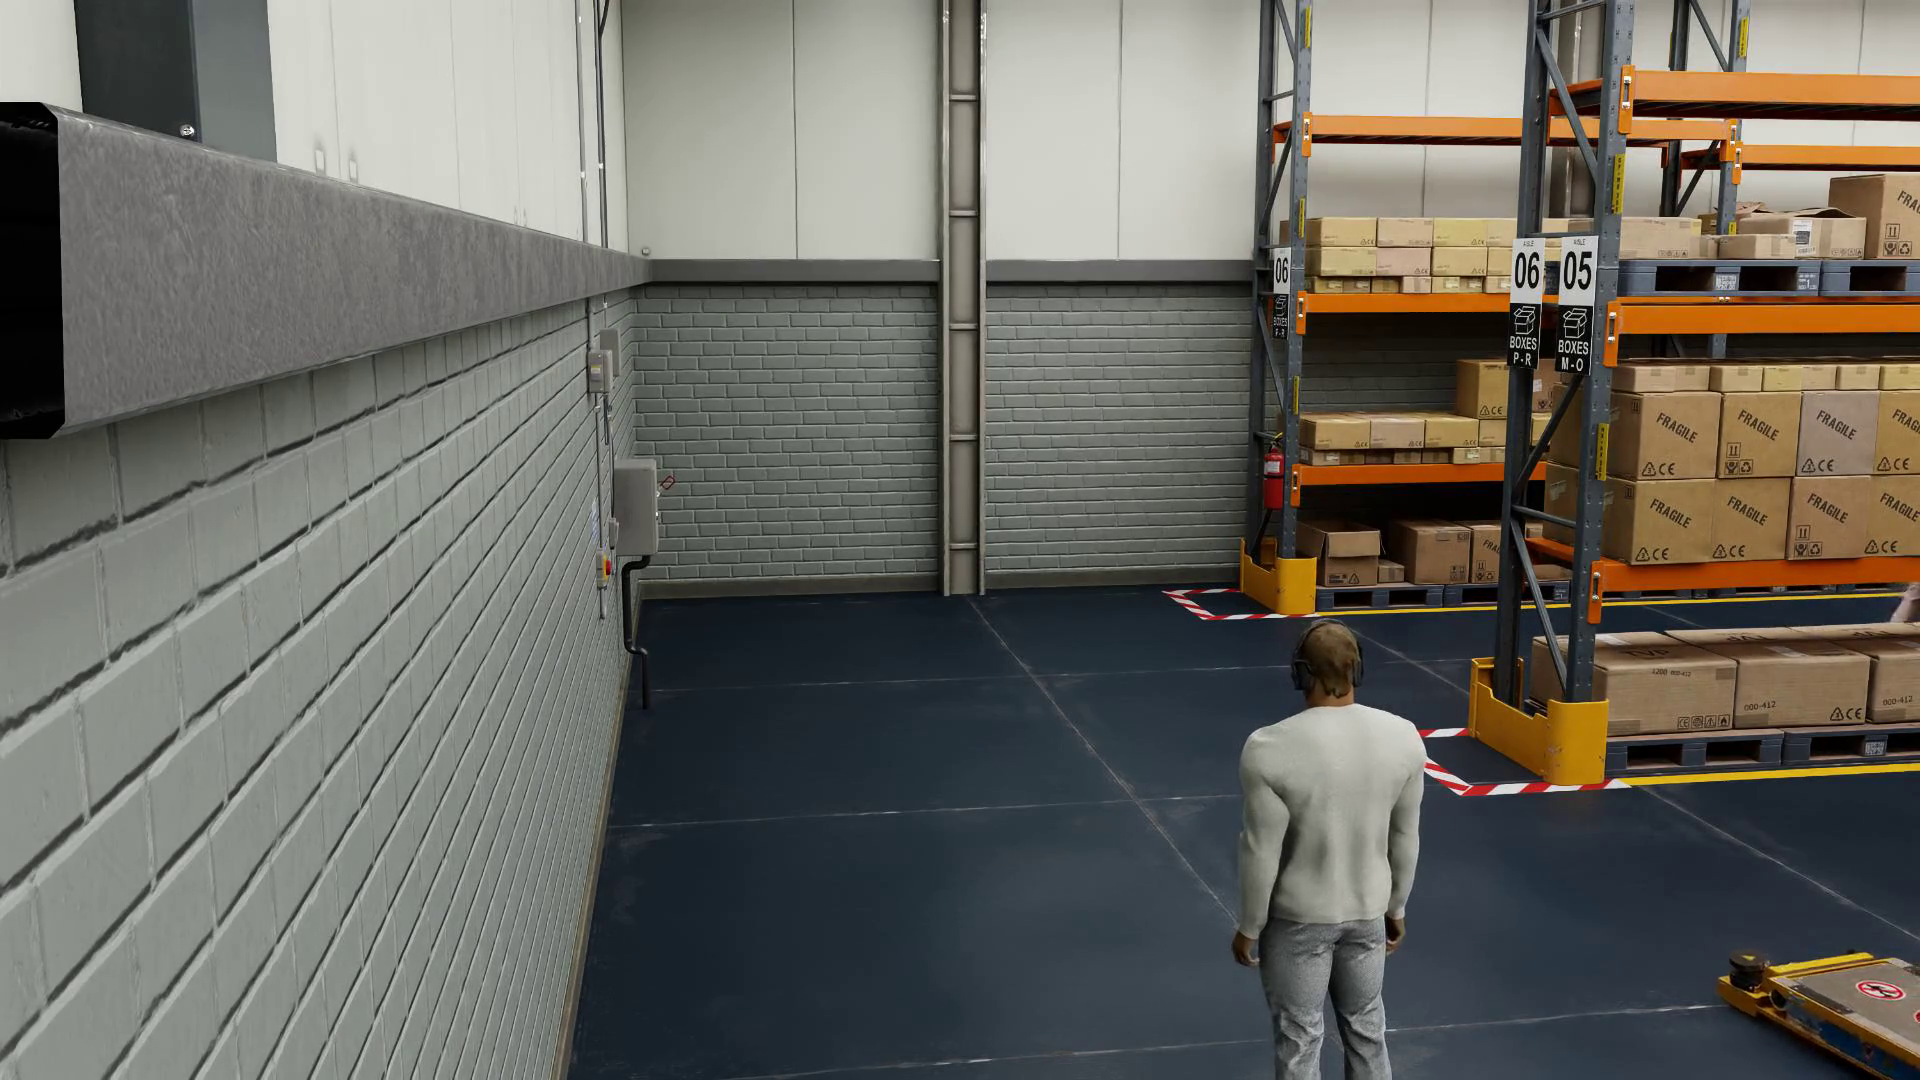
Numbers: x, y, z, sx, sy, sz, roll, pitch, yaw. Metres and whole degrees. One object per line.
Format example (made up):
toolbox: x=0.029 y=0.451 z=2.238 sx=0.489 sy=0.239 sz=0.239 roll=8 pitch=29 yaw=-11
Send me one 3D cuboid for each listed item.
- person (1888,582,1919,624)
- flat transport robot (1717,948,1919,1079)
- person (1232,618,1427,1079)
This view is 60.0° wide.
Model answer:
person: x=7.254 y=0.053 z=12.488 sx=1.040 sy=1.944 sz=0.641 roll=-3 pitch=10 yaw=-19
flat transport robot: x=3.664 y=1.886 z=6.309 sx=0.652 sy=0.197 sz=1.431 roll=-3 pitch=10 yaw=-18
person: x=1.172 y=1.208 z=5.368 sx=0.627 sy=1.938 sz=0.373 roll=-2 pitch=10 yaw=-15
